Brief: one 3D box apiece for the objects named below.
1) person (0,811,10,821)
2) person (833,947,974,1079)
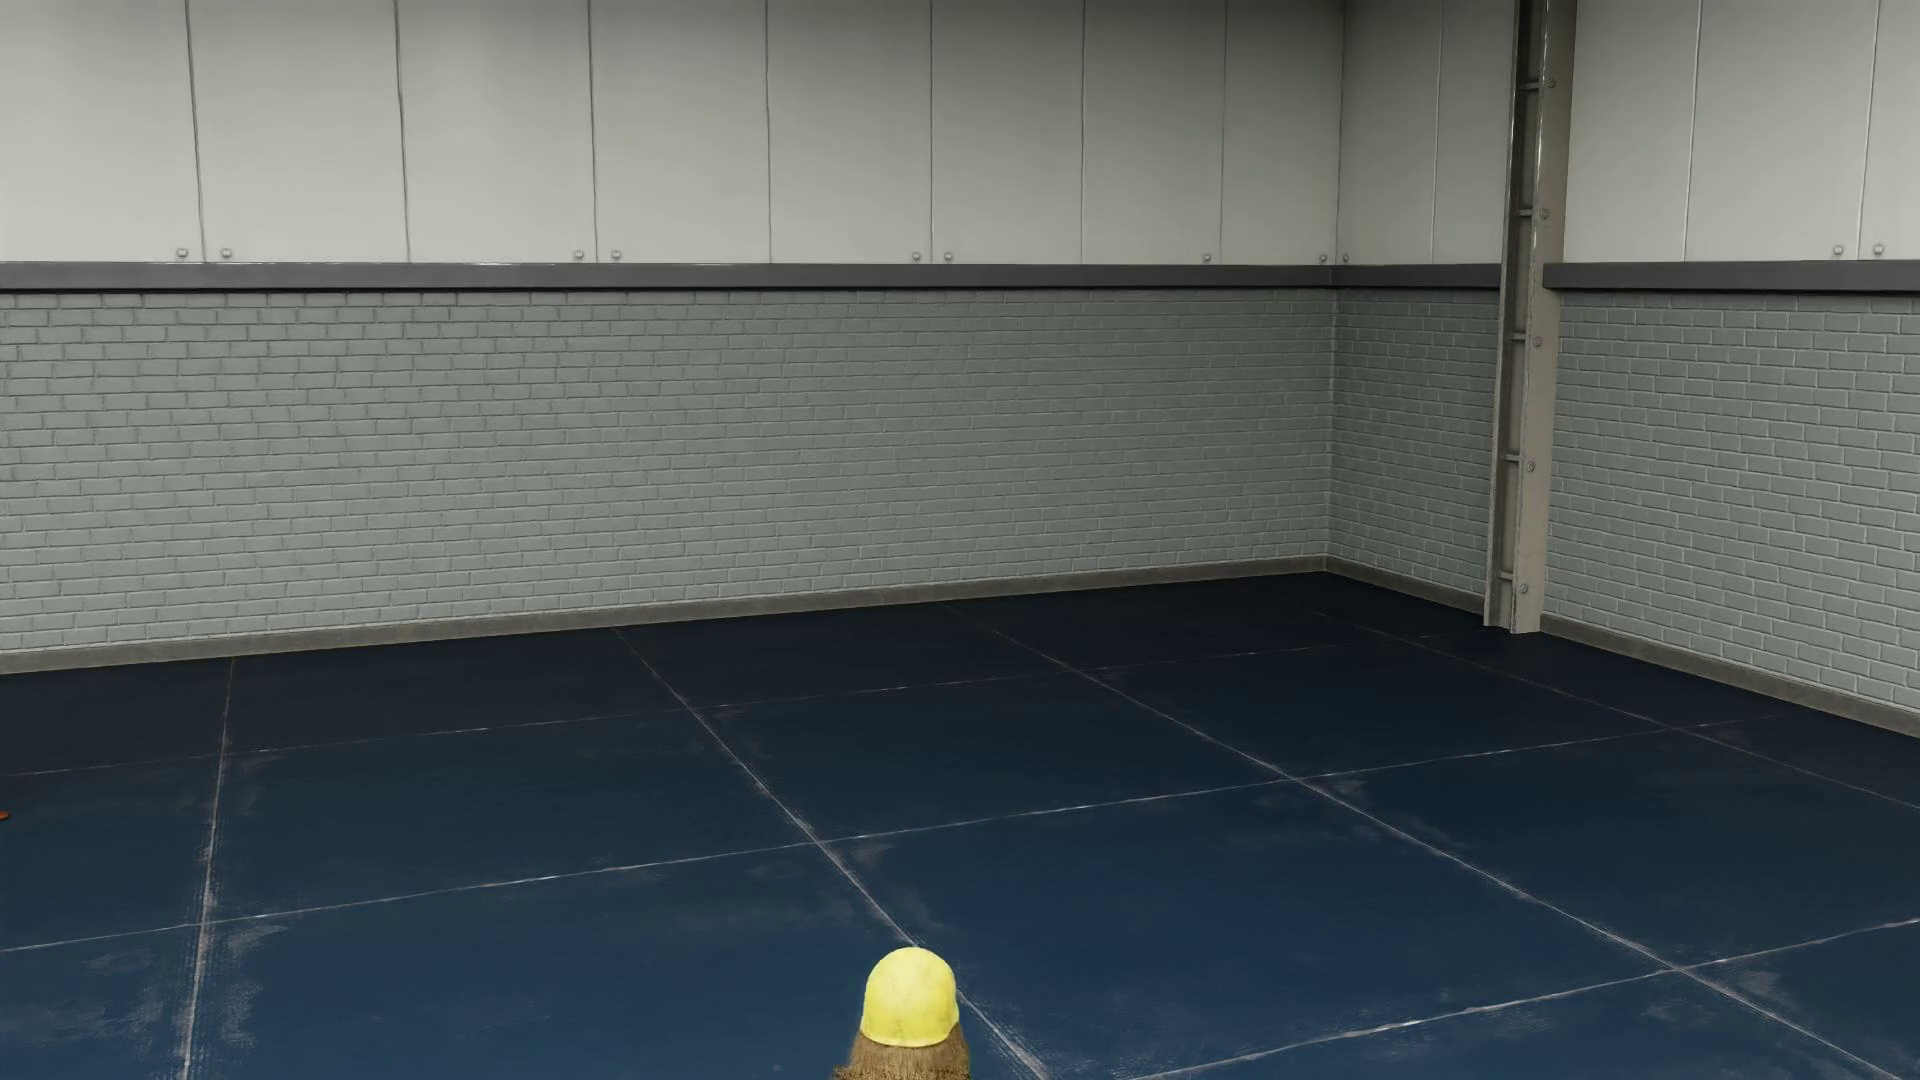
[{"bbox_3d":[-5.585,0.624,9.220,0.409,1.908,0.642,-7,12,-38],"label":"person"},{"bbox_3d":[-0.127,1.657,3.403,0.488,1.693,0.924,1,9,9],"label":"person"}]
